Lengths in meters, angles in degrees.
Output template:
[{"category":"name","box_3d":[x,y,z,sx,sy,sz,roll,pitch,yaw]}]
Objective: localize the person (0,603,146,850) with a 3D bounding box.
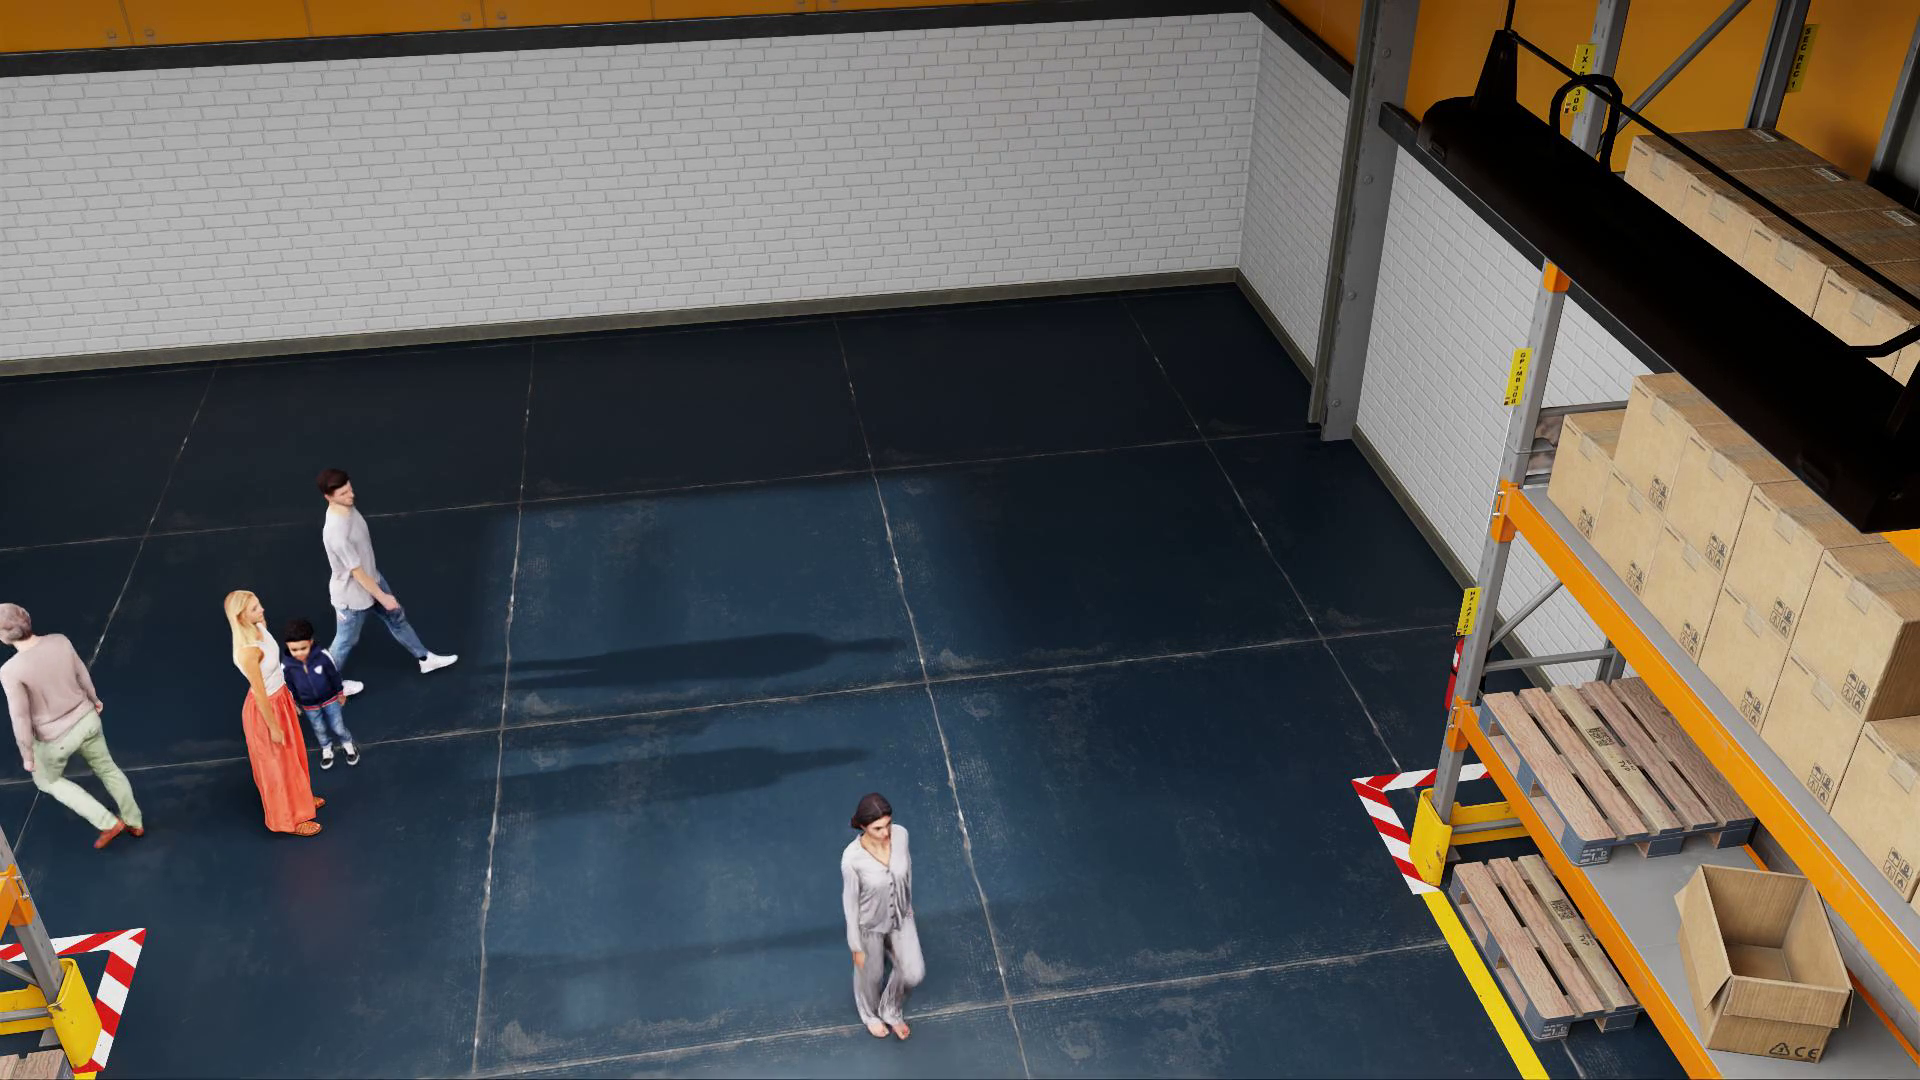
[{"category":"person","box_3d":[-5.372,1.195,10.093,0.983,1.842,0.867,15,36,21]}]

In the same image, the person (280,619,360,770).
[{"category":"person","box_3d":[-4.232,0.999,10.957,0.544,1.212,0.525,-10,35,-15]}]

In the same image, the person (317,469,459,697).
[{"category":"person","box_3d":[-4.211,0.348,11.373,0.770,1.836,1.130,-6,34,-8]}]

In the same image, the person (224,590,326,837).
[{"category":"person","box_3d":[-4.287,1.059,10.334,0.684,1.802,0.502,-6,34,-9]}]

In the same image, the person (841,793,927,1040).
[{"category":"person","box_3d":[-0.494,1.990,8.974,0.742,1.757,0.780,-21,39,-28]}]
